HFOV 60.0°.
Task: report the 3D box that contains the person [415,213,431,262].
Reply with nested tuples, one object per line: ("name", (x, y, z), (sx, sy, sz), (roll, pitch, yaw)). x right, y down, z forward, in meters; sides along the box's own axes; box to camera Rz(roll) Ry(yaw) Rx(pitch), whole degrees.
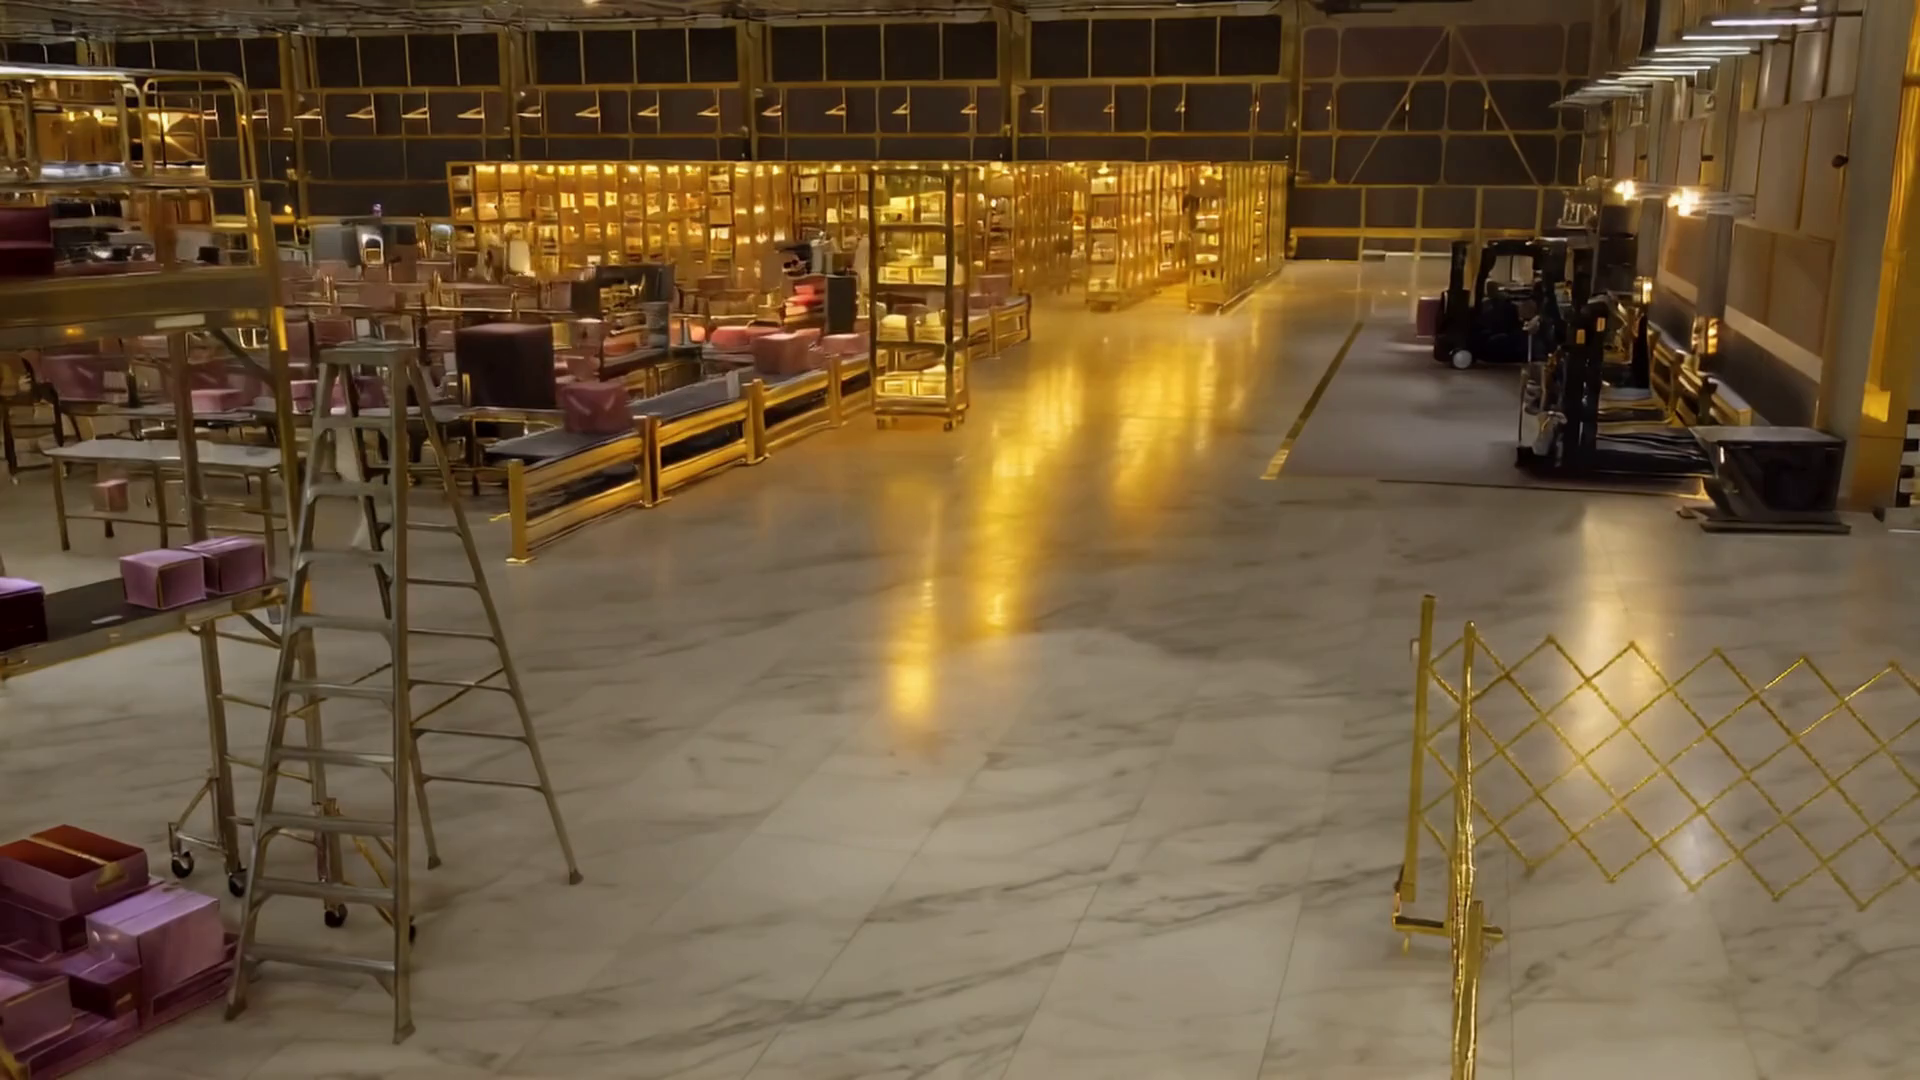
("person", (-19.125, -10.750, 59.215), (0.485, 1.735, 0.347), (-7, 15, -29))

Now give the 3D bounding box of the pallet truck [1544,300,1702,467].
("pallet truck", (8.263, -1.952, 20.631), (1.885, 1.965, 0.823), (5, 14, 20))

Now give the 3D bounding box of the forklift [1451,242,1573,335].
("forklift", (10.464, -4.597, 31.405), (2.680, 1.987, 1.157), (4, 14, 16))

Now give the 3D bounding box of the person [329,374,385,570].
("person", (-5.526, -0.592, 15.123), (0.547, 1.835, 0.623), (4, 14, 16))

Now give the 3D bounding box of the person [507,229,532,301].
("person", (-11.474, -7.177, 43.449), (0.670, 1.881, 0.431), (-13, 18, -43))

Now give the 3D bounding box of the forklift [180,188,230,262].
("forklift", (-26.743, -11.114, 58.282), (1.129, 2.768, 1.873), (4, 14, 16))

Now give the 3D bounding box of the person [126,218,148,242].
("person", (-24.829, -8.797, 50.400), (0.626, 1.900, 0.951), (2, 13, 10))

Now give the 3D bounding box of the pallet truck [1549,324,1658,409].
("pallet truck", (9.824, -2.669, 25.407), (1.601, 1.201, 0.680), (4, 14, 16))

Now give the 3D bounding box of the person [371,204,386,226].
("person", (-22.251, -11.905, 63.754), (0.545, 1.938, 0.357), (-9, 16, -35))

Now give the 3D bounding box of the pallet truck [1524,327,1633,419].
("pallet truck", (9.065, -2.460, 24.370), (1.522, 1.261, 0.704), (3, 13, 14))

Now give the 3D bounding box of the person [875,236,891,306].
("person", (-1.873, -6.609, 41.155), (0.418, 1.807, 0.600), (7, 15, 29))

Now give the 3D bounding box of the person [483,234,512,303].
("person", (-11.907, -6.976, 42.795), (1.008, 1.779, 0.583), (4, 14, 16))

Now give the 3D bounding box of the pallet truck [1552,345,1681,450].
("pallet truck", (8.641, -1.896, 21.908), (1.630, 1.274, 0.653), (4, 14, 16))

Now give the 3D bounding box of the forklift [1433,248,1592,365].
("forklift", (9.780, -4.111, 29.280), (2.680, 1.987, 1.157), (3, 13, 14))

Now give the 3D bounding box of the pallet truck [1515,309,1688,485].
("pallet truck", (7.554, -1.677, 19.446), (1.885, 1.965, 0.823), (3, 13, 14))

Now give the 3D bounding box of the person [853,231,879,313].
("person", (-2.353, -6.474, 40.213), (0.747, 1.978, 0.626), (7, 15, 29))
